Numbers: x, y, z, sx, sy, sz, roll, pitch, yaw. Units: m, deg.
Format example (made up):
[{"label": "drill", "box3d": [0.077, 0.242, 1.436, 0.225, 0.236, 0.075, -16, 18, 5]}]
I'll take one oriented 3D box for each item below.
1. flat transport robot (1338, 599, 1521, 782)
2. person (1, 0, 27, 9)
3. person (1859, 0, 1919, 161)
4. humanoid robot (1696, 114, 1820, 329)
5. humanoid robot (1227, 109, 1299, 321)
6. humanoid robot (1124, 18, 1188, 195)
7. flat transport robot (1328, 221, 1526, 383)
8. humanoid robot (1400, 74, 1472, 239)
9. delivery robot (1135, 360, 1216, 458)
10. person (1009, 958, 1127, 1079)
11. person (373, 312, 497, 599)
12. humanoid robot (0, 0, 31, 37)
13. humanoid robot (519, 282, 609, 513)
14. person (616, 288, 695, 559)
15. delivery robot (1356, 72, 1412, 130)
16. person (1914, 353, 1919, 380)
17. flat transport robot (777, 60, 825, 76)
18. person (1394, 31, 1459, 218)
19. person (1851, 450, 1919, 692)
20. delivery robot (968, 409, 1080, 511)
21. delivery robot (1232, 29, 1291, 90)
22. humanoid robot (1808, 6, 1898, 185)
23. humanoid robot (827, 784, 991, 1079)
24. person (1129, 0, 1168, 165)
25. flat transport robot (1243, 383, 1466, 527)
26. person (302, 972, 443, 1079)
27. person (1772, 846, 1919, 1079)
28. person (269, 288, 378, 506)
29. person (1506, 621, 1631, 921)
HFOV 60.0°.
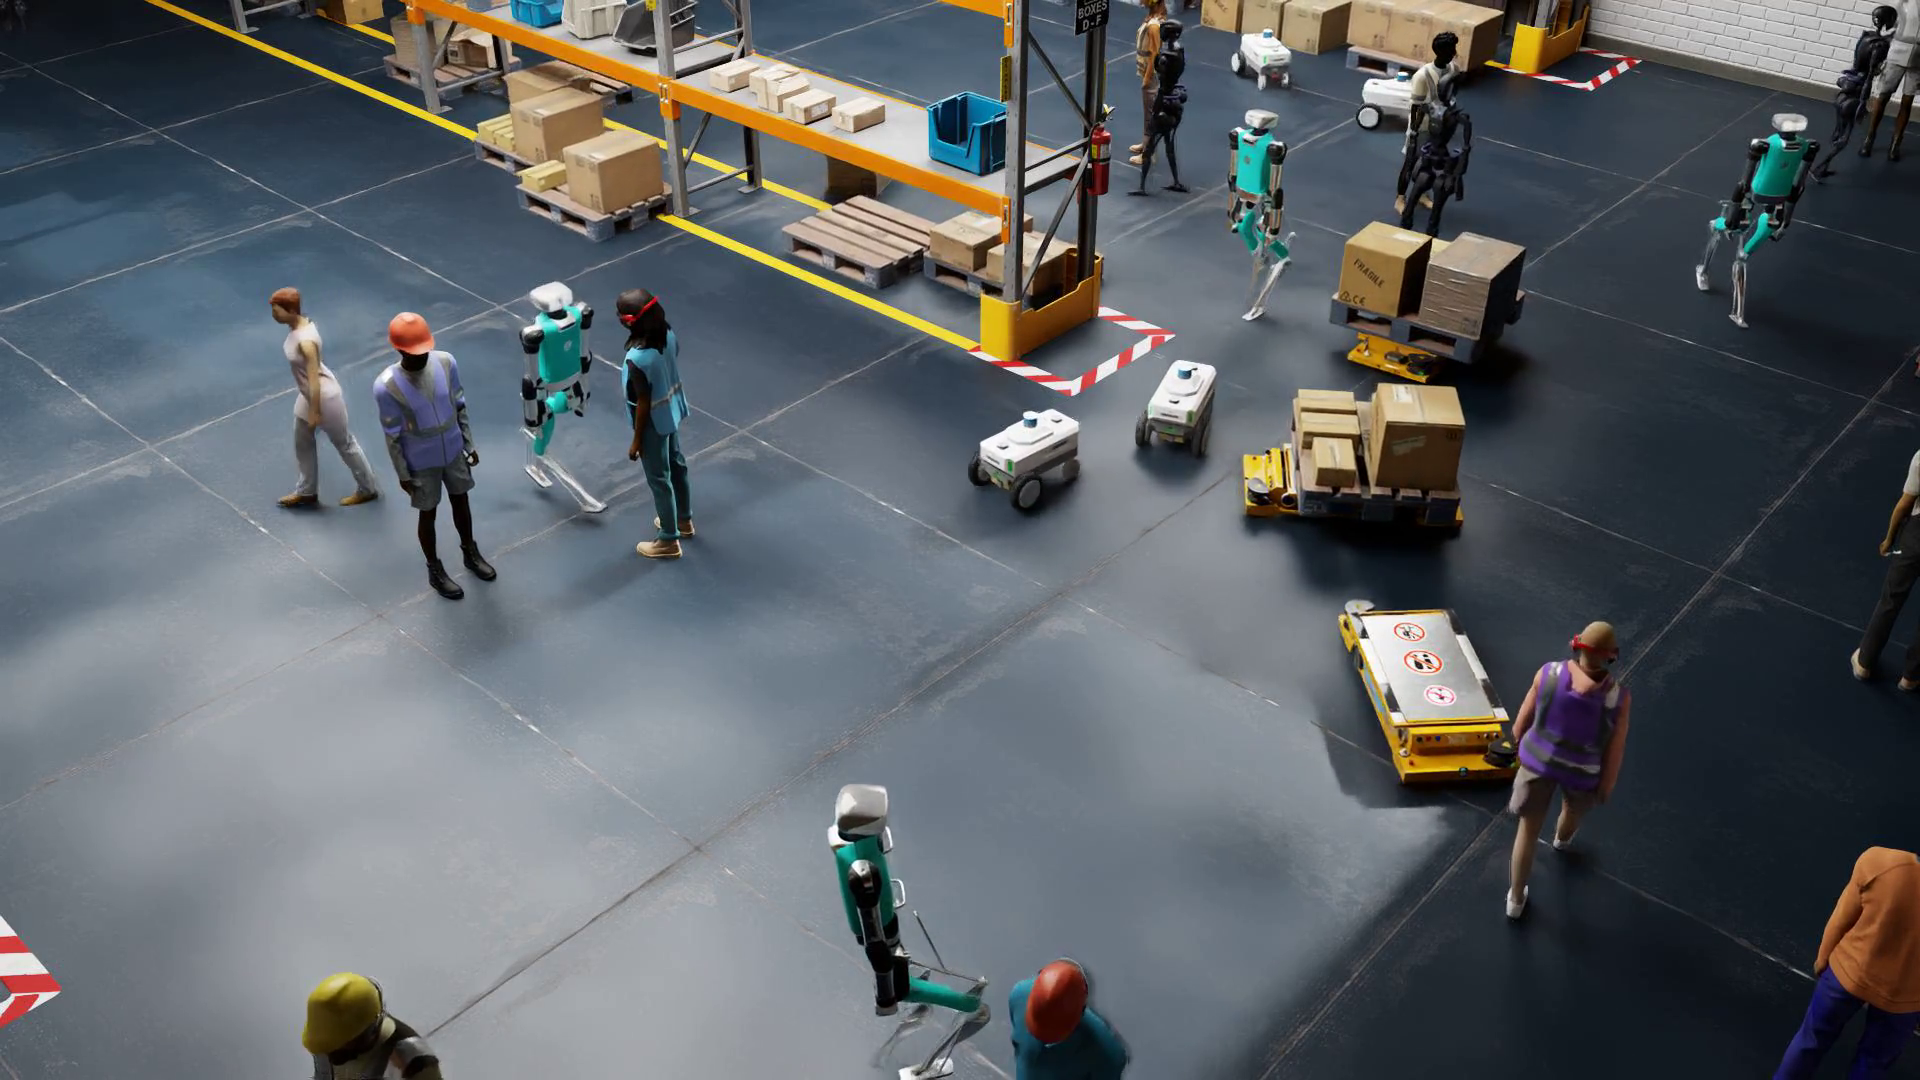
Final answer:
[{"label": "flat transport robot", "box3d": [2.685, 0.839, 9.594, 0.659, 0.231, 1.431, -2, 35, -3]}, {"label": "person", "box3d": [-11.609, -7.303, 20.097, 0.394, 1.729, 0.571, 27, 43, 33]}, {"label": "person", "box3d": [9.150, -4.633, 16.071, 0.546, 1.924, 0.387, 14, 37, 19]}, {"label": "humanoid robot", "box3d": [6.352, -2.678, 13.449, 0.535, 1.774, 1.039, -1, 35, -1]}, {"label": "humanoid robot", "box3d": [2.462, -2.557, 13.311, 0.680, 1.895, 0.541, -25, 42, -31]}, {"label": "humanoid robot", "box3d": [1.865, -4.017, 15.396, 0.579, 1.637, 0.593, 13, 37, 18]}, {"label": "flat transport robot", "box3d": [3.706, -1.679, 13.243, 0.659, 0.231, 1.431, 23, 41, 29]}, {"label": "humanoid robot", "box3d": [4.006, -3.107, 14.074, 0.609, 1.654, 0.415, 29, 44, 35]}, {"label": "delivery robot", "box3d": [1.596, -0.983, 11.971, 0.499, 0.581, 0.768, 13, 37, 17]}, {"label": "person", "box3d": [0.420, 2.164, 6.403, 0.552, 1.706, 0.764, 27, 43, 33]}, {"label": "person", "box3d": [-3.182, -0.521, 10.108, 0.383, 1.929, 0.543, 28, 43, 34]}, {"label": "humanoid robot", "box3d": [-11.078, -6.646, 19.202, 0.597, 1.649, 0.334, -16, 38, -22]}, {"label": "humanoid robot", "box3d": [-2.757, -0.949, 10.896, 1.051, 1.717, 0.531, 24, 41, 31]}, {"label": "person", "box3d": [-1.909, -0.727, 10.454, 0.390, 1.871, 0.530, 10, 36, 14]}, {"label": "delivery robot", "box3d": [4.491, -4.510, 17.071, 0.756, 0.571, 0.499, 14, 37, 20]}, {"label": "person", "box3d": [7.544, -2.006, 12.397, 0.316, 1.769, 0.522, 19, 39, 25]}, {"label": "flat transport robot", "box3d": [-2.173, -5.016, 18.077, 1.431, 0.231, 0.659, 24, 41, 30]}, {"label": "person", "box3d": [4.230, -3.750, 14.993, 0.535, 1.692, 0.319, -20, 40, -27]}, {"label": "person", "box3d": [5.471, 0.043, 9.361, 0.504, 1.845, 0.347, 20, 39, 26]}, {"label": "delivery robot", "box3d": [0.454, -0.581, 11.417, 0.791, 0.614, 0.499, -27, 43, -34]}, {"label": "delivery robot", "box3d": [3.340, -5.293, 18.233, 0.499, 0.602, 0.806, -8, 35, -11]}, {"label": "humanoid robot", "box3d": [8.360, -4.195, 15.654, 0.449, 1.648, 0.615, 8, 35, 11]}, {"label": "humanoid robot", "box3d": [-0.147, 1.747, 7.036, 0.760, 1.829, 0.544, -6, 35, -8]}, {"label": "person", "box3d": [1.821, -4.507, 16.011, 0.310, 1.778, 0.468, 5, 35, 7]}, {"label": "flat transport robot", "box3d": [2.667, -0.374, 11.352, 1.431, 0.231, 0.659, 4, 35, 5]}, {"label": "person", "box3d": [-2.122, 2.243, 6.200, 0.595, 1.818, 0.403, 21, 40, 28]}, {"label": "person", "box3d": [3.751, 1.773, 6.748, 0.514, 1.973, 0.401, 25, 42, 32]}, {"label": "person", "box3d": [-4.312, -0.895, 10.899, 0.745, 1.625, 0.472, -18, 39, -24]}, {"label": "person", "box3d": [2.938, 1.032, 8.086, 0.520, 1.648, 0.862, 17, 38, 23]}]
